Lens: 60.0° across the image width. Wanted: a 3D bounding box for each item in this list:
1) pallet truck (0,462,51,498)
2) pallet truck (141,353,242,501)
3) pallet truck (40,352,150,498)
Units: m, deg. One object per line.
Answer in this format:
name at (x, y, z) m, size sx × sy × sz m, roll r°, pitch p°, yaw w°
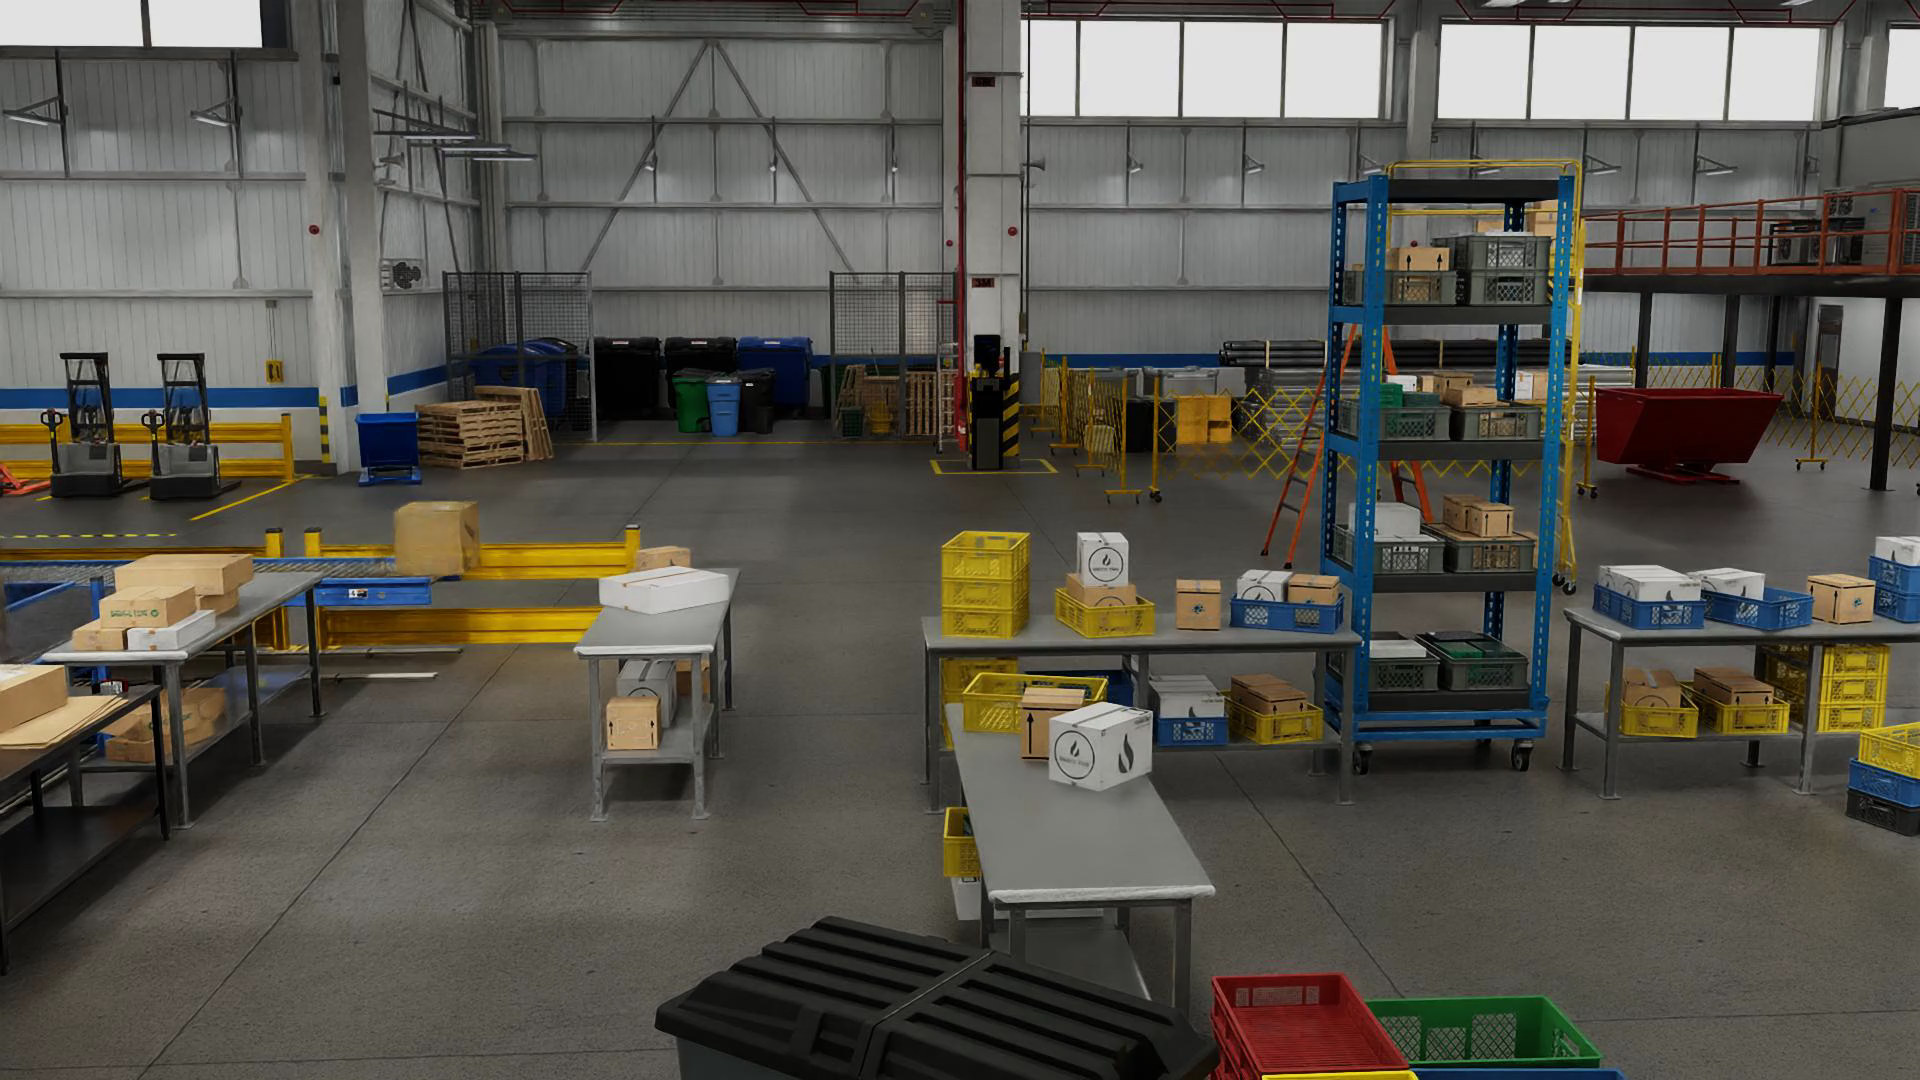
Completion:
pallet truck at (-13.193, -1.293, 23.148) m, size 0.653 × 1.274 × 1.630 m, roll -1°, pitch 9°, yaw -4°
pallet truck at (-10.520, -1.604, 22.925) m, size 0.823 × 1.965 × 1.885 m, roll -1°, pitch 9°, yaw -6°
pallet truck at (-11.907, -1.642, 23.165) m, size 0.823 × 1.965 × 1.885 m, roll 0°, pitch 9°, yaw 0°
